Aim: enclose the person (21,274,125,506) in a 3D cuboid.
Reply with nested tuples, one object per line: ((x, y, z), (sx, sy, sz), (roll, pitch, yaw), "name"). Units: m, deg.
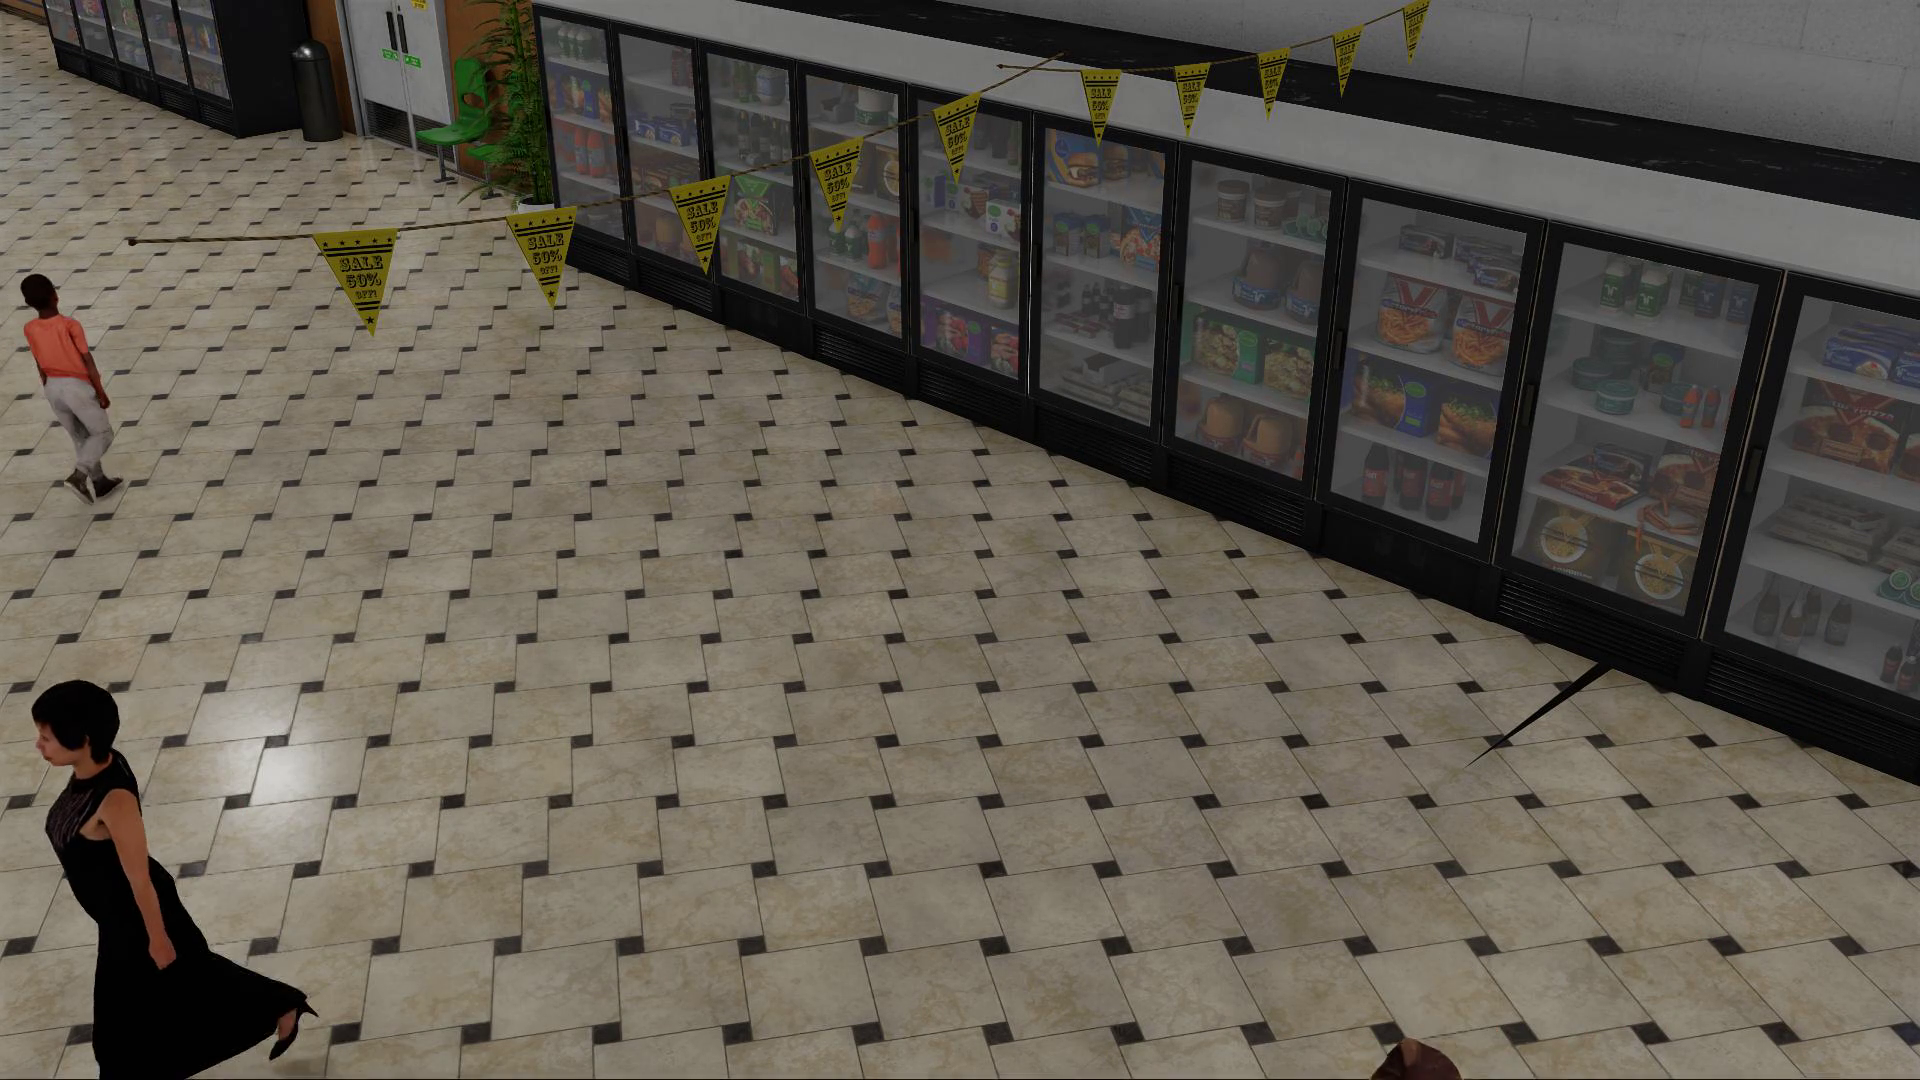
((-4.865, -0.789, 9.059), (0.727, 1.296, 0.808), (3, 27, 7), "person")

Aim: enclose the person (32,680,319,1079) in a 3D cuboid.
((-2.400, 1.106, 5.020), (1.059, 1.570, 0.709), (-17, 32, -30), "person")
